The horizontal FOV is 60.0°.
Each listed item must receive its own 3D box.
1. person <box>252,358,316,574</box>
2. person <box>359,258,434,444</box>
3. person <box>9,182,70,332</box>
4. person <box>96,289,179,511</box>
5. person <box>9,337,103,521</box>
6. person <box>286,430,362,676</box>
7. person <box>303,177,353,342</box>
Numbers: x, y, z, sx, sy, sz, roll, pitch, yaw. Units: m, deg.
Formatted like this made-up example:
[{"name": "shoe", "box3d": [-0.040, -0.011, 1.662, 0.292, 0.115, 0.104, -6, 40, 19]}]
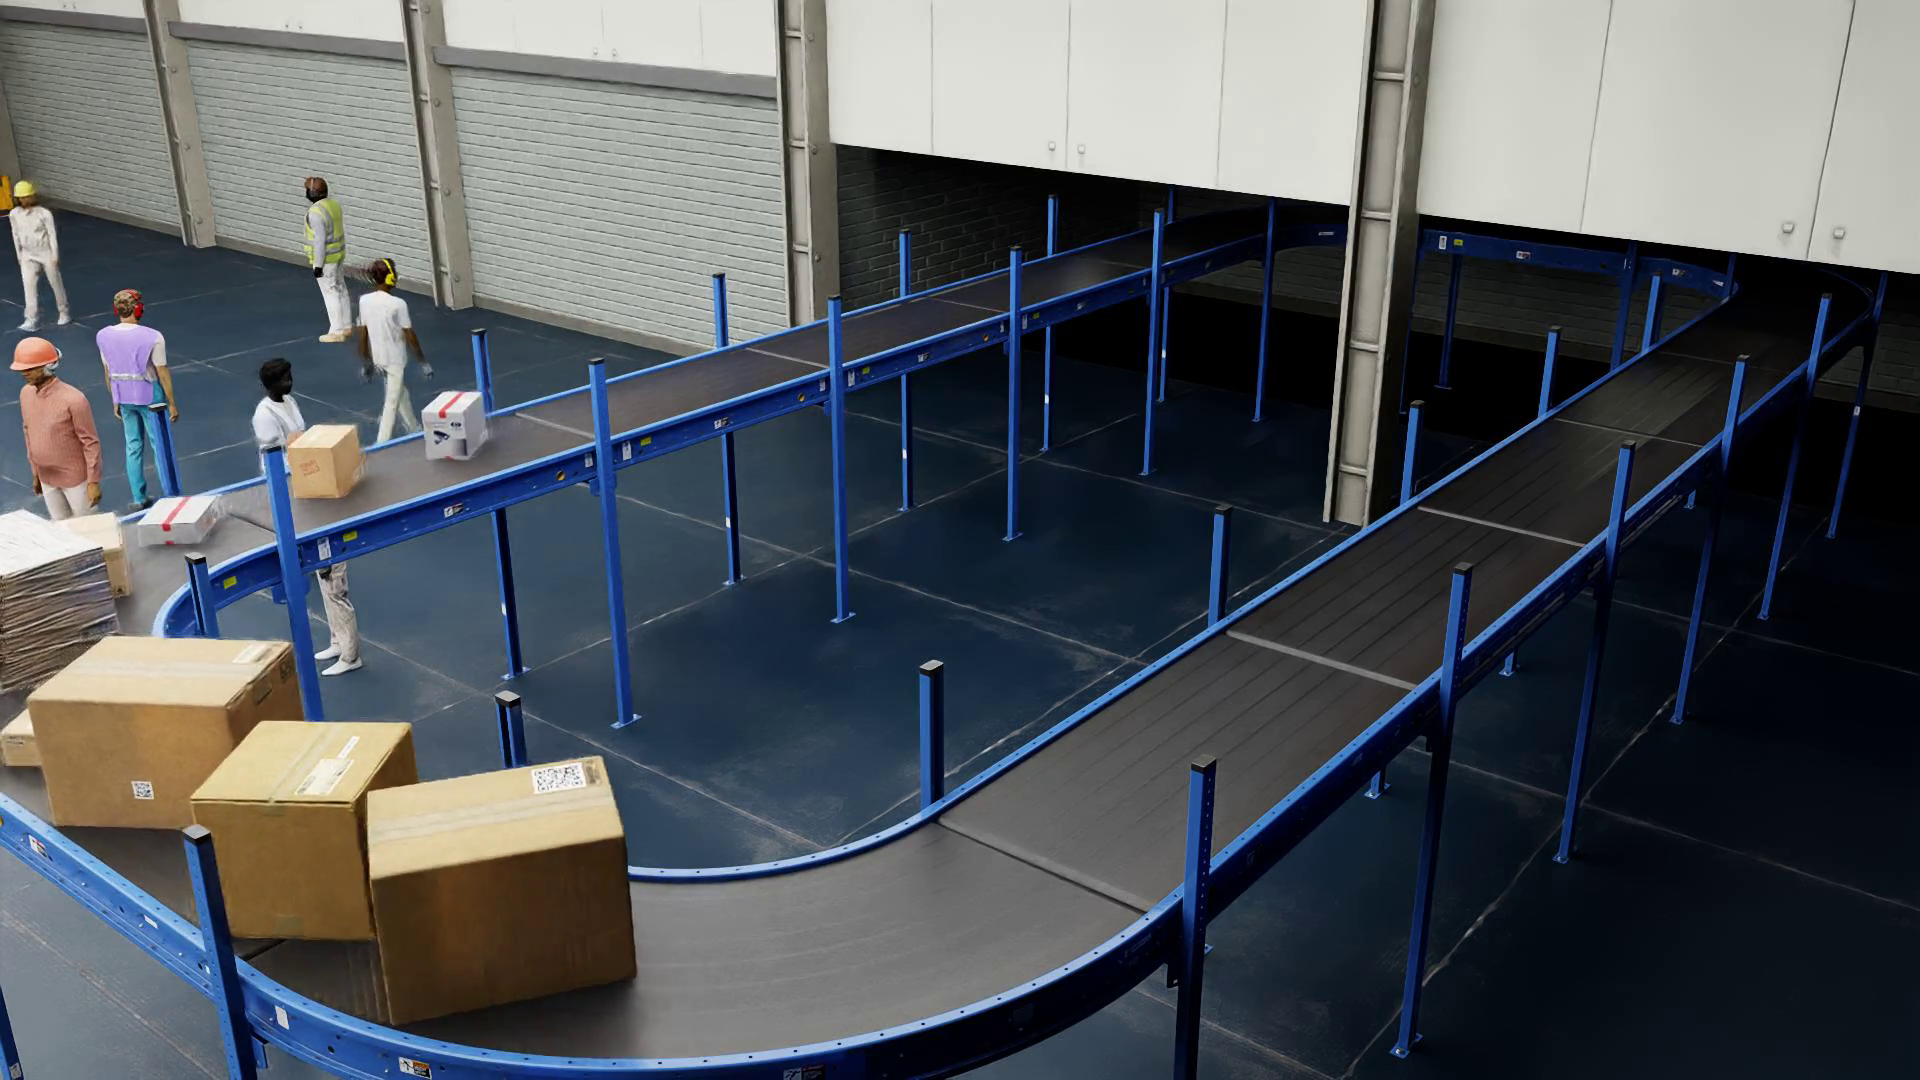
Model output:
[{"name": "person", "box3d": [-4.892, -0.511, 12.171, 0.381, 1.685, 0.554, 1, 21, 1]}, {"name": "person", "box3d": [-4.952, -1.584, 14.727, 0.532, 1.821, 0.953, 12, 25, 28]}, {"name": "person", "box3d": [-10.622, -3.249, 19.119, 0.509, 1.700, 0.873, -2, 22, -5]}, {"name": "person", "box3d": [-6.656, -1.114, 13.521, 0.561, 1.836, 0.393, 2, 22, 6]}, {"name": "person", "box3d": [-6.261, -0.450, 11.614, 0.626, 1.991, 0.390, 9, 23, 21]}, {"name": "person", "box3d": [-4.118, 0.072, 10.779, 0.310, 1.631, 0.510, -11, 24, -25]}, {"name": "person", "box3d": [-7.122, -3.153, 18.686, 0.429, 1.842, 0.636, 1, 21, 2]}]
